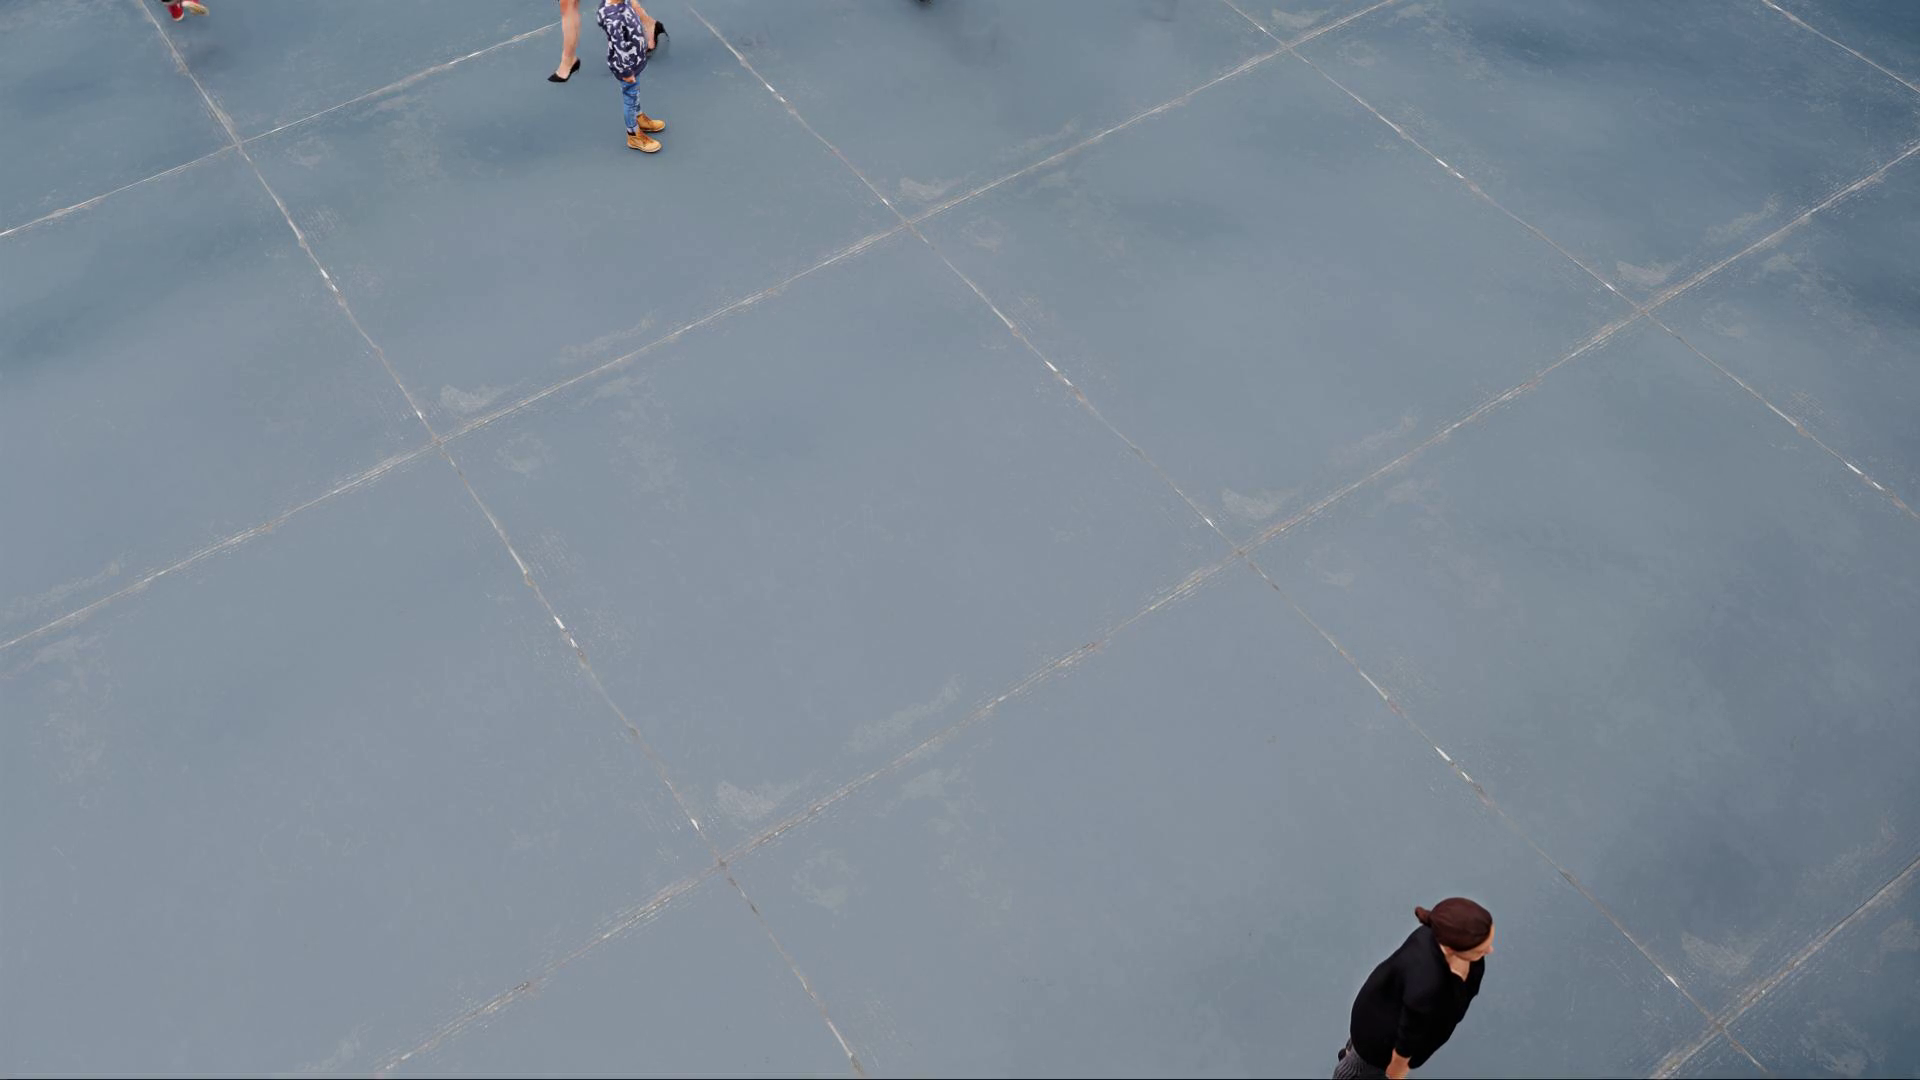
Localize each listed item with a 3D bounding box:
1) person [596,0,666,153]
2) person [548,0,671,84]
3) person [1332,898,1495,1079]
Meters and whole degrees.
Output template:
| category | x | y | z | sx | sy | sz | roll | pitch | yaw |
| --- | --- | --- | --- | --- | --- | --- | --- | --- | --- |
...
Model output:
| category | x | y | z | sx | sy | sz | roll | pitch | yaw |
| --- | --- | --- | --- | --- | --- | --- | --- | --- | --- |
| person | -1.981 | -2.886 | 9.856 | 0.651 | 1.250 | 0.581 | 2 | 52 | 1 |
| person | -2.209 | -3.566 | 10.154 | 0.824 | 1.613 | 1.043 | -17 | 54 | -12 |
| person | 1.587 | 1.708 | 6.006 | 0.688 | 1.713 | 0.706 | 29 | 58 | 21 |
